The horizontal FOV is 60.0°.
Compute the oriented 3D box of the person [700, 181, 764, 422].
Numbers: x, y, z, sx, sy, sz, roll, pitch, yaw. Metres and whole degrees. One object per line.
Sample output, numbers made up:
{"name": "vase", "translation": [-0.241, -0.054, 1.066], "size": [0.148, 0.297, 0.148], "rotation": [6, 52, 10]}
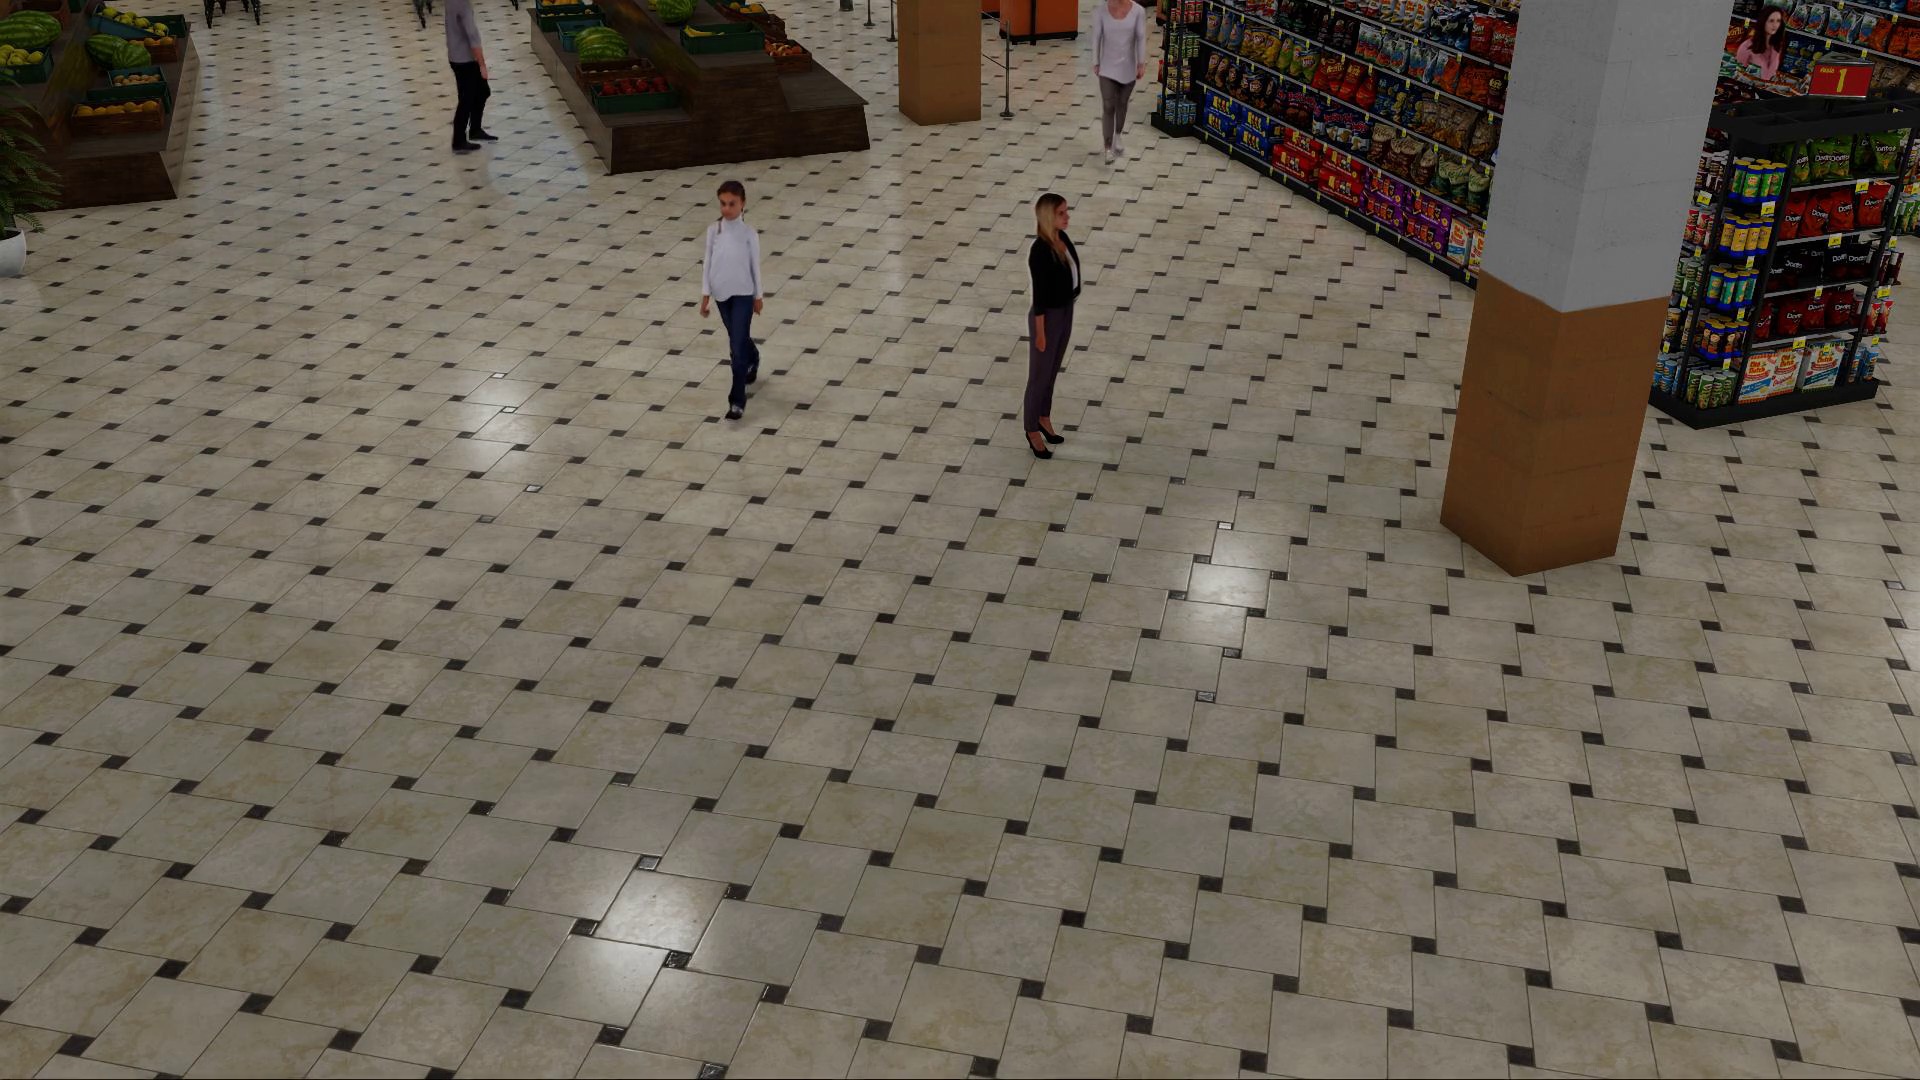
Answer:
{"name": "person", "translation": [-1.463, -1.629, 10.994], "size": [0.959, 1.517, 1.142], "rotation": [7, 29, 13]}

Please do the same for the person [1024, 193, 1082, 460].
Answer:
{"name": "person", "translation": [0.547, -1.331, 10.287], "size": [0.740, 1.671, 0.679], "rotation": [12, 31, 22]}

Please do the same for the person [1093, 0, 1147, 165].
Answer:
{"name": "person", "translation": [1.540, -4.589, 16.134], "size": [0.932, 1.787, 1.257], "rotation": [0, 29, 0]}

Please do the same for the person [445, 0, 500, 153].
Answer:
{"name": "person", "translation": [-4.928, -4.719, 16.351], "size": [0.784, 1.808, 0.641], "rotation": [-18, 33, -30]}

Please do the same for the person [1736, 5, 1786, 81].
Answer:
{"name": "person", "translation": [6.921, -3.784, 14.644], "size": [0.627, 1.802, 0.539], "rotation": [-7, 30, -13]}
